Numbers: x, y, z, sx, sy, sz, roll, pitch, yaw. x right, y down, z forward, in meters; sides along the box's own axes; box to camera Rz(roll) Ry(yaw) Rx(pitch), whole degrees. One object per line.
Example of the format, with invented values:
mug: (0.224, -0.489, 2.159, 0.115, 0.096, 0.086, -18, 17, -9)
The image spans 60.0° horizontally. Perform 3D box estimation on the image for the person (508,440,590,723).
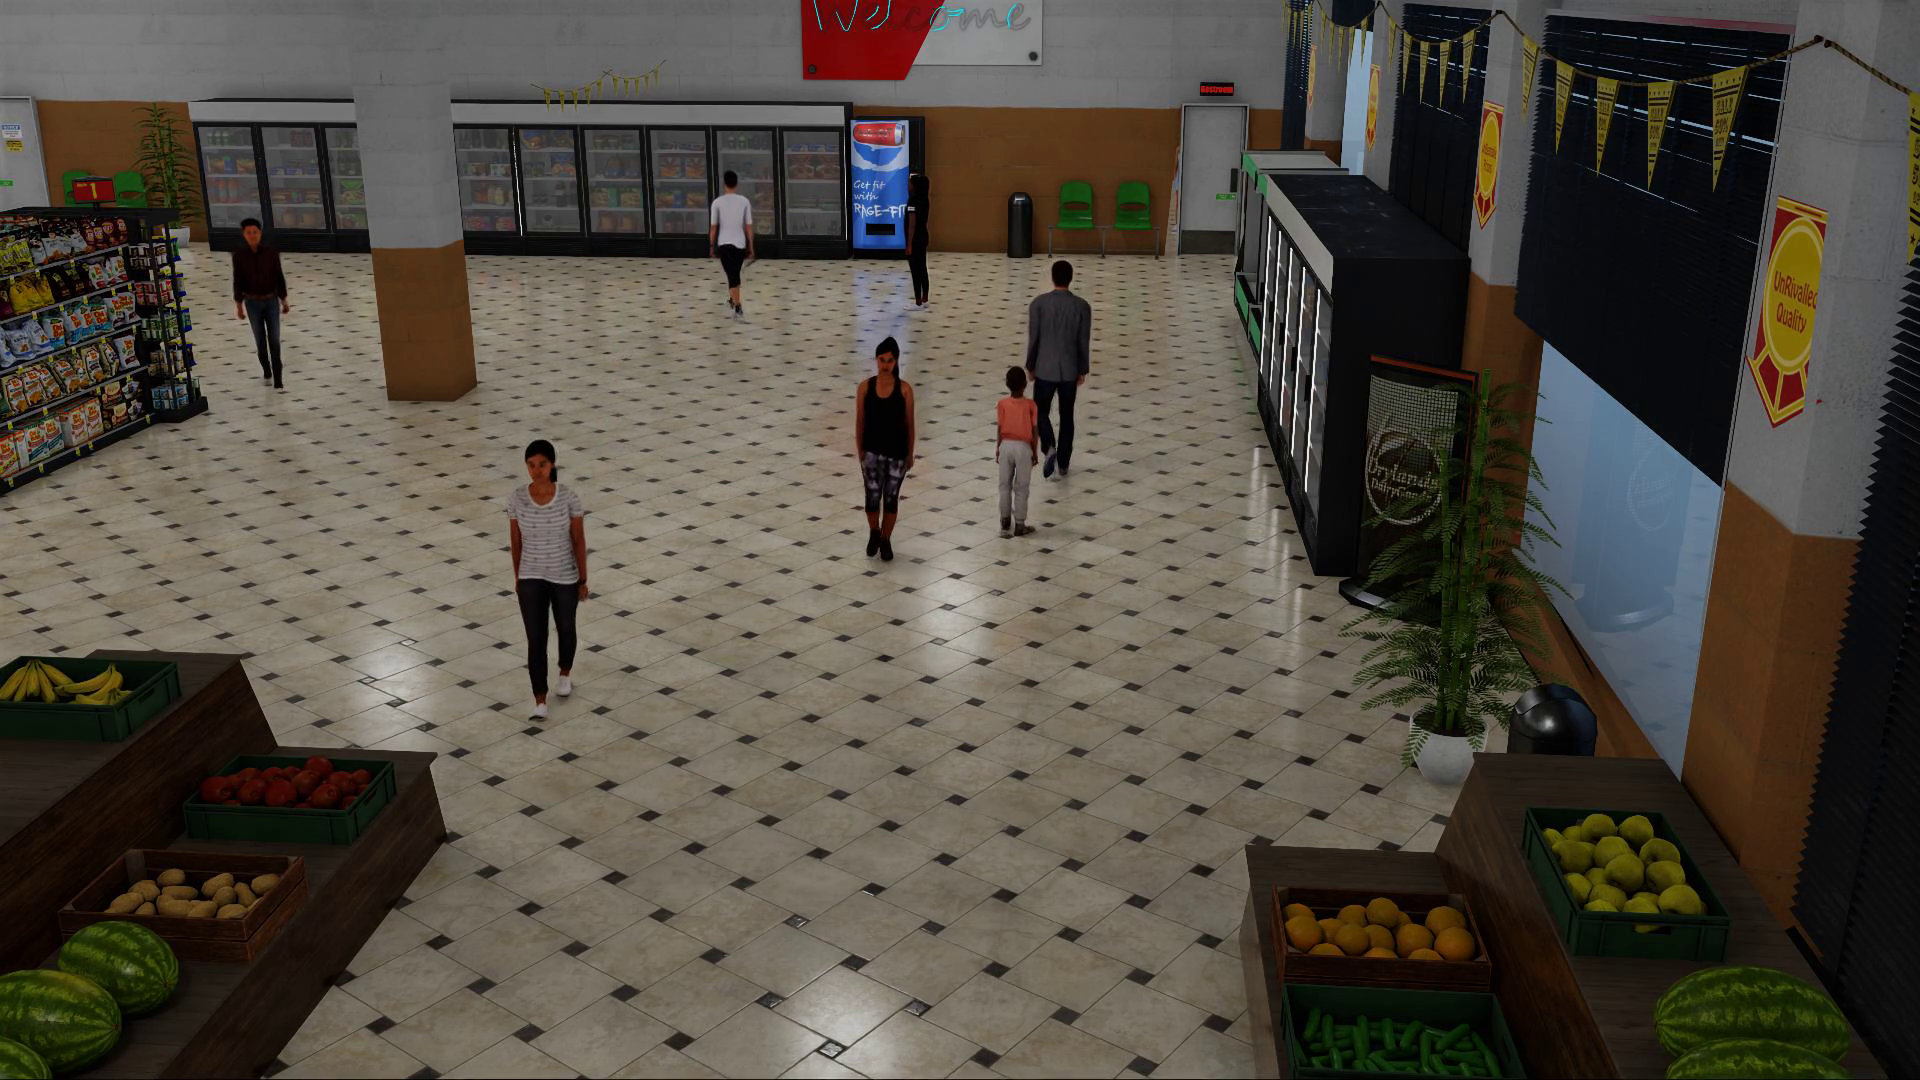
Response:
person: (-2.373, 0.199, 9.684, 0.744, 1.608, 1.077, -2, 19, -7)

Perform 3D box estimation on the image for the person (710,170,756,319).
person: (-2.837, -3.648, 20.793, 1.028, 1.800, 1.285, -7, 20, -19)

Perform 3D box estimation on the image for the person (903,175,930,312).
person: (-0.559, -3.846, 21.491, 0.742, 1.729, 0.604, 8, 20, 23)

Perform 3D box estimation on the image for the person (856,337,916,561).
person: (-0.536, -0.674, 12.206, 0.608, 1.652, 0.590, 0, 19, -1)

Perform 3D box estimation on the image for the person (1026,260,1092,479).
person: (0.824, -1.405, 14.065, 0.774, 1.850, 1.002, -1, 19, -2)

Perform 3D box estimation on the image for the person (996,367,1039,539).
person: (0.426, -0.671, 12.742, 0.532, 1.303, 0.629, 7, 20, 21)

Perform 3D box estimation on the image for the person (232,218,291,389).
person: (-7.305, -2.461, 17.377, 1.031, 1.734, 1.266, -8, 20, -22)
